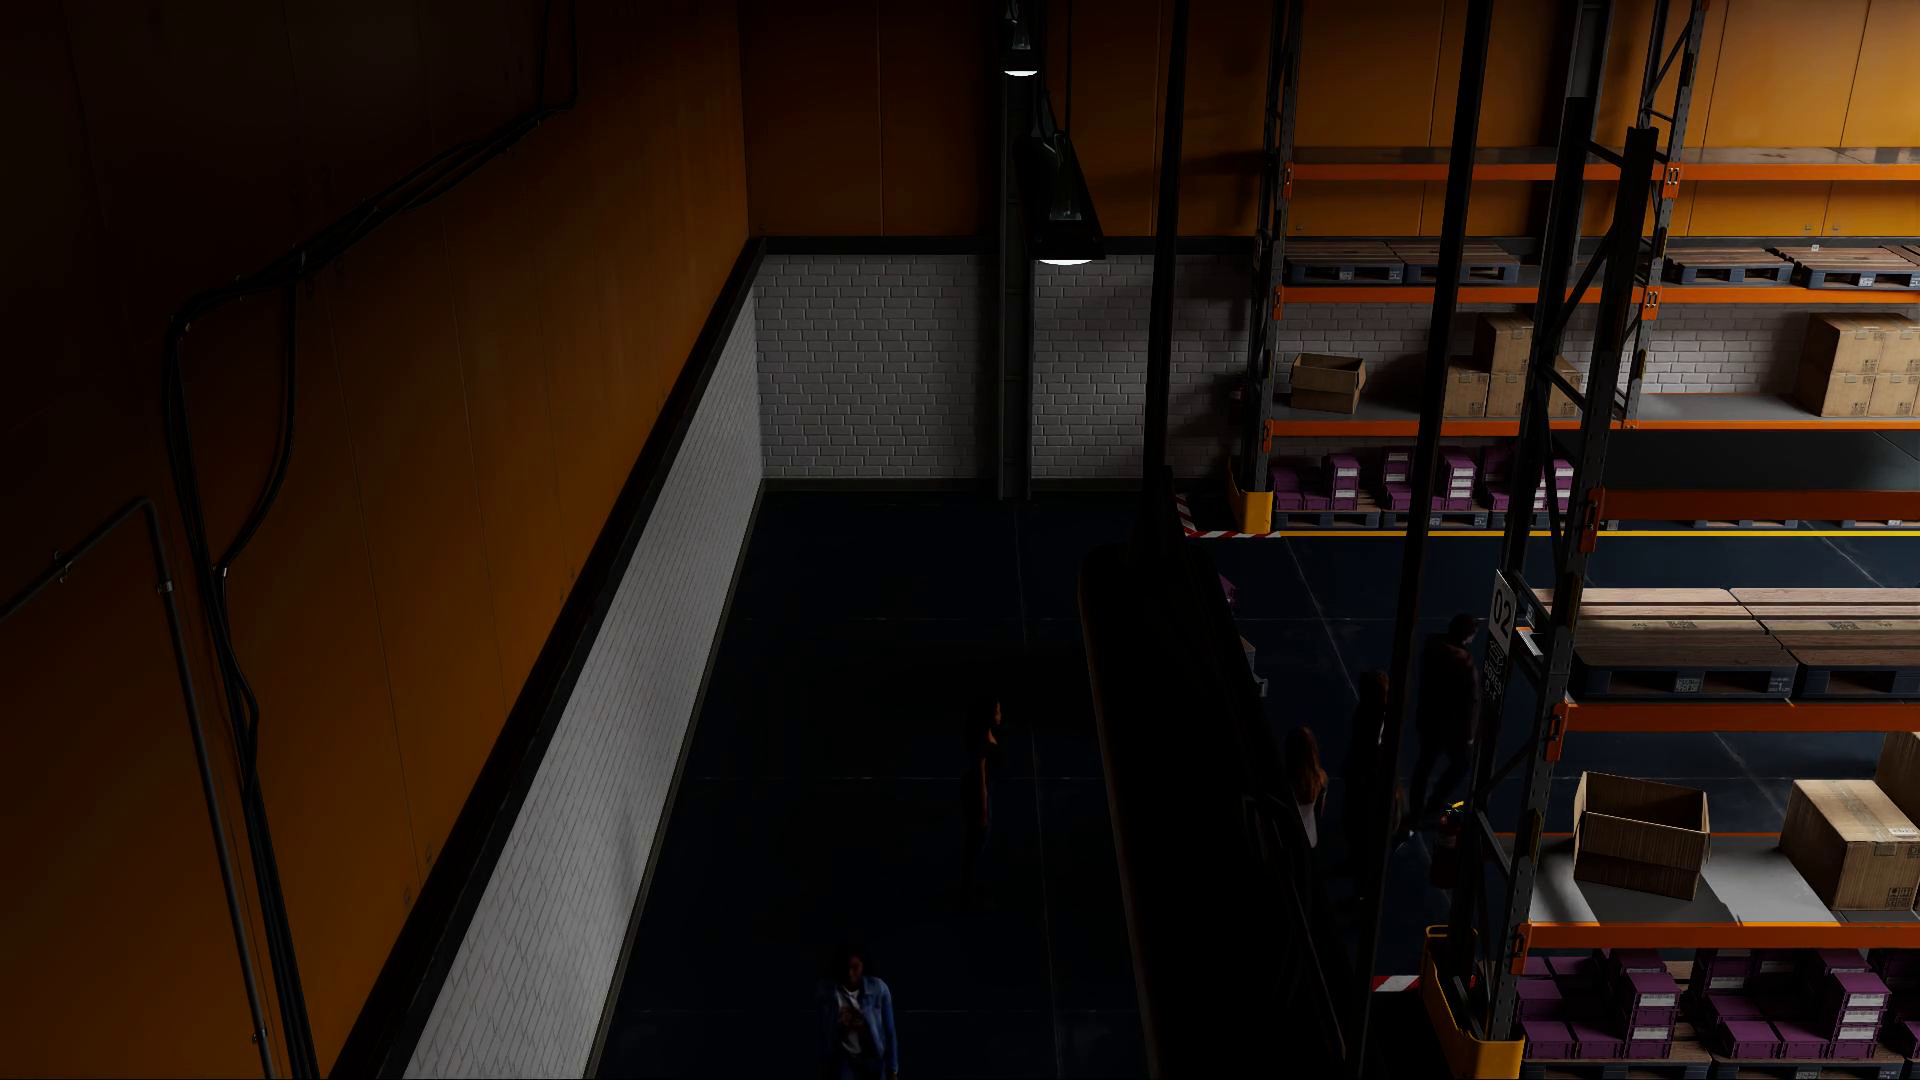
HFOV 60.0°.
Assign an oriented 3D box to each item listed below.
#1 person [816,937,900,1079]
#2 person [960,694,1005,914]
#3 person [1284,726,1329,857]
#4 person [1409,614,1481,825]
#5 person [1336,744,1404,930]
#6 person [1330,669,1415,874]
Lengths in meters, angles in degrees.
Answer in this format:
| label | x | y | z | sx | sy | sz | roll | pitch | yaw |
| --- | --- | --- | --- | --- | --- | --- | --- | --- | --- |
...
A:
| label | x | y | z | sx | sy | sz | roll | pitch | yaw |
| --- | --- | --- | --- | --- | --- | --- | --- | --- | --- |
| person | -0.580 | 2.971 | 9.589 | 1.086 | 1.673 | 0.665 | -1 | 24 | -1 |
| person | 0.125 | 1.879 | 12.009 | 0.527 | 1.735 | 0.538 | -1 | 24 | -1 |
| person | 2.313 | 2.097 | 11.526 | 0.561 | 1.724 | 0.708 | -6 | 24 | -14 |
| person | 3.705 | 1.440 | 12.901 | 0.865 | 1.826 | 0.901 | -14 | 27 | -29 |
| person | 2.950 | 2.098 | 11.840 | 0.581 | 1.469 | 0.634 | -4 | 24 | -10 |
| person | 3.114 | 1.716 | 12.396 | 0.863 | 1.725 | 0.629 | -2 | 24 | -5 |
